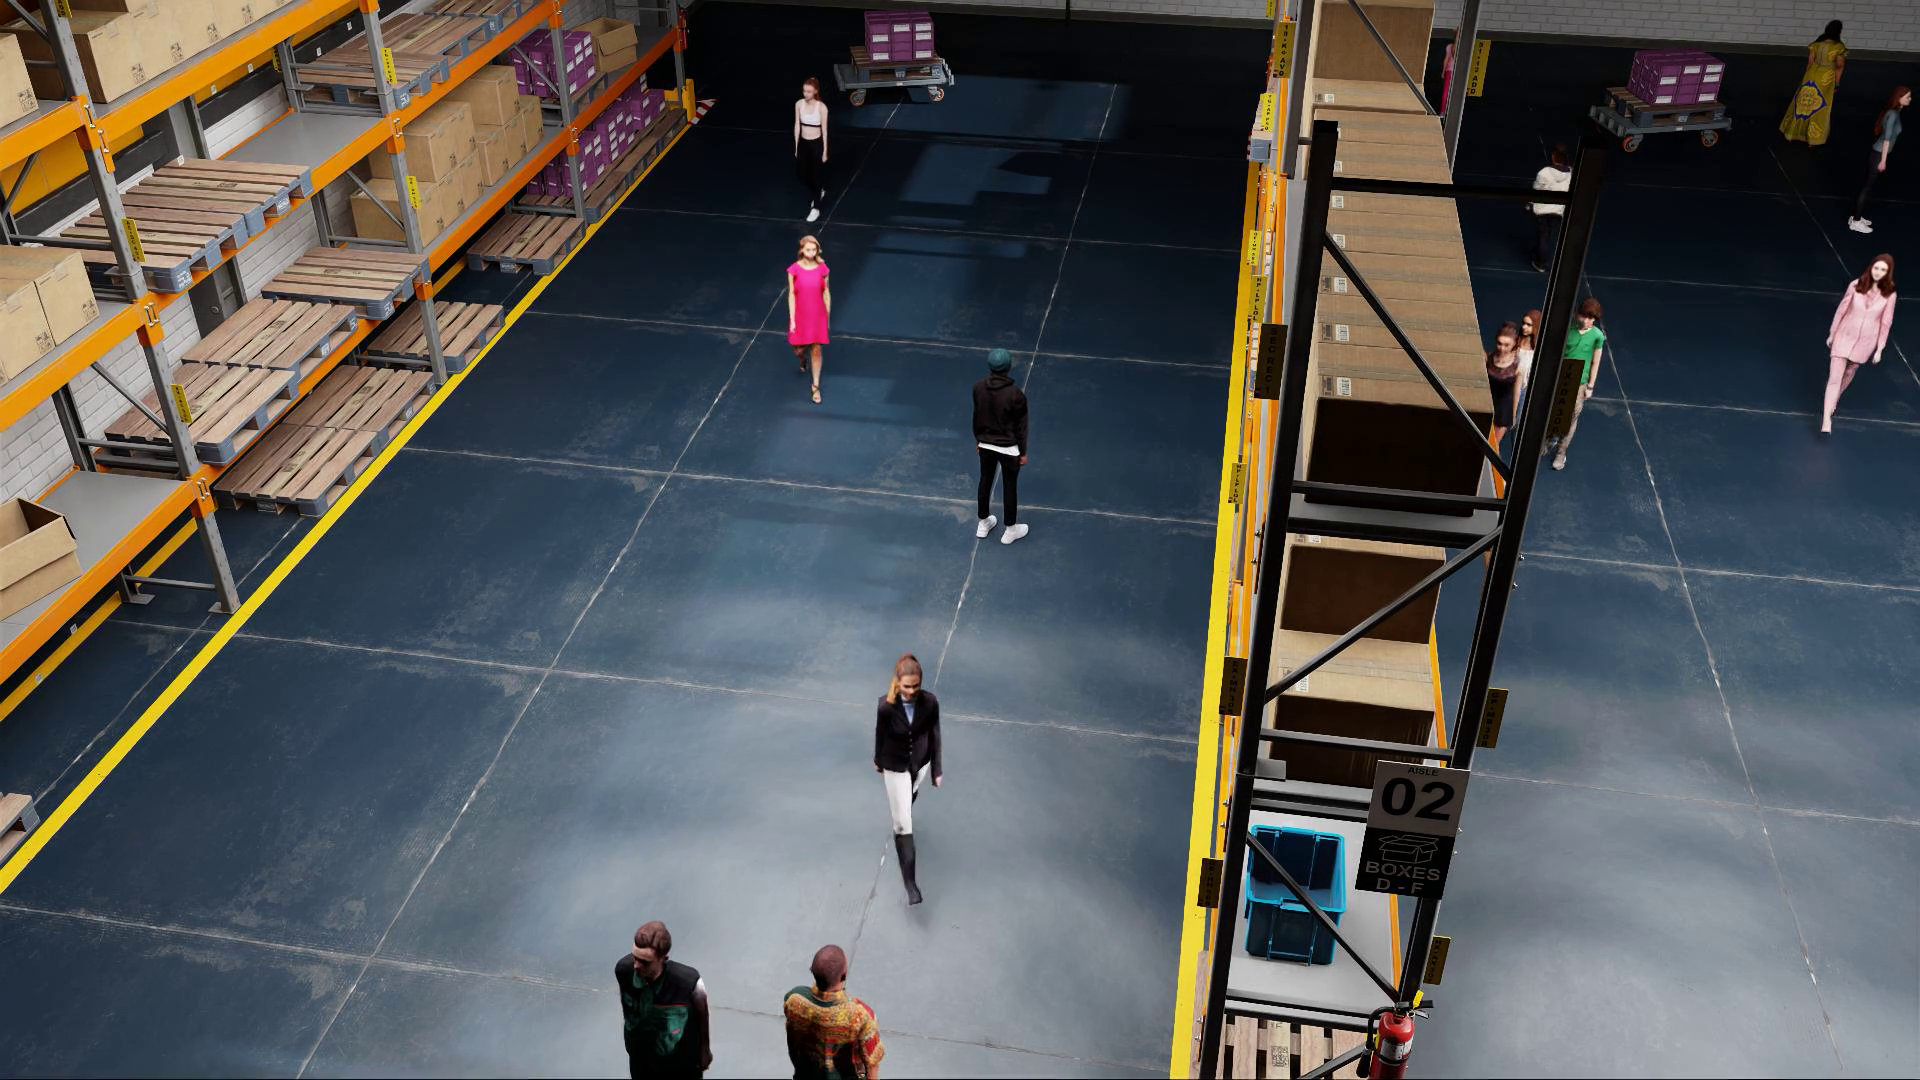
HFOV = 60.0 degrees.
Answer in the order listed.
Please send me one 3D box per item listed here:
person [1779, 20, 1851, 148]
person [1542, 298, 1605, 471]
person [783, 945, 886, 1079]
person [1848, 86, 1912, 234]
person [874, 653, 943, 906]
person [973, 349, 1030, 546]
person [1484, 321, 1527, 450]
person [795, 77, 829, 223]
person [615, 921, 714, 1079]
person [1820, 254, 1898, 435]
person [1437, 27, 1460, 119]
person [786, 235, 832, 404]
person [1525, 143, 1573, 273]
[{"bbox_3d":[11.468,-6.099,22.184,1.030,1.660,0.999,-27,42,-34],"label":"person"},{"bbox_3d":[5.592,-1.478,15.223,0.752,1.670,0.849,26,42,34],"label":"person"},{"bbox_3d":[-0.685,2.861,8.584,0.709,1.794,0.676,10,35,15],"label":"person"},{"bbox_3d":[10.919,-4.540,19.764,0.699,1.742,0.569,16,37,22],"label":"person"},{"bbox_3d":[-0.355,1.434,10.840,0.909,1.673,1.274,-7,34,-10],"label":"person"},{"bbox_3d":[0.333,-0.808,14.080,0.740,1.818,0.702,17,37,24],"label":"person"},{"bbox_3d":[4.760,-1.199,14.814,0.693,1.658,0.962,12,35,17],"label":"person"},{"bbox_3d":[-1.745,-4.739,20.069,0.672,1.736,0.768,13,36,19],"label":"person"},{"bbox_3d":[-1.556,2.689,8.799,0.660,1.841,0.587,9,35,13],"label":"person"},{"bbox_3d":[8.505,-1.897,15.779,0.873,1.752,1.204,16,37,22],"label":"person"},{"bbox_3d":[6.891,-6.525,23.178,0.481,1.269,0.516,7,34,10],"label":"person"},{"bbox_3d":[-1.484,-2.204,16.274,0.753,1.715,0.901,-6,34,-8],"label":"person"},{"bbox_3d":[6.699,-3.731,18.825,0.747,1.434,0.873,-7,34,-11],"label":"person"}]
